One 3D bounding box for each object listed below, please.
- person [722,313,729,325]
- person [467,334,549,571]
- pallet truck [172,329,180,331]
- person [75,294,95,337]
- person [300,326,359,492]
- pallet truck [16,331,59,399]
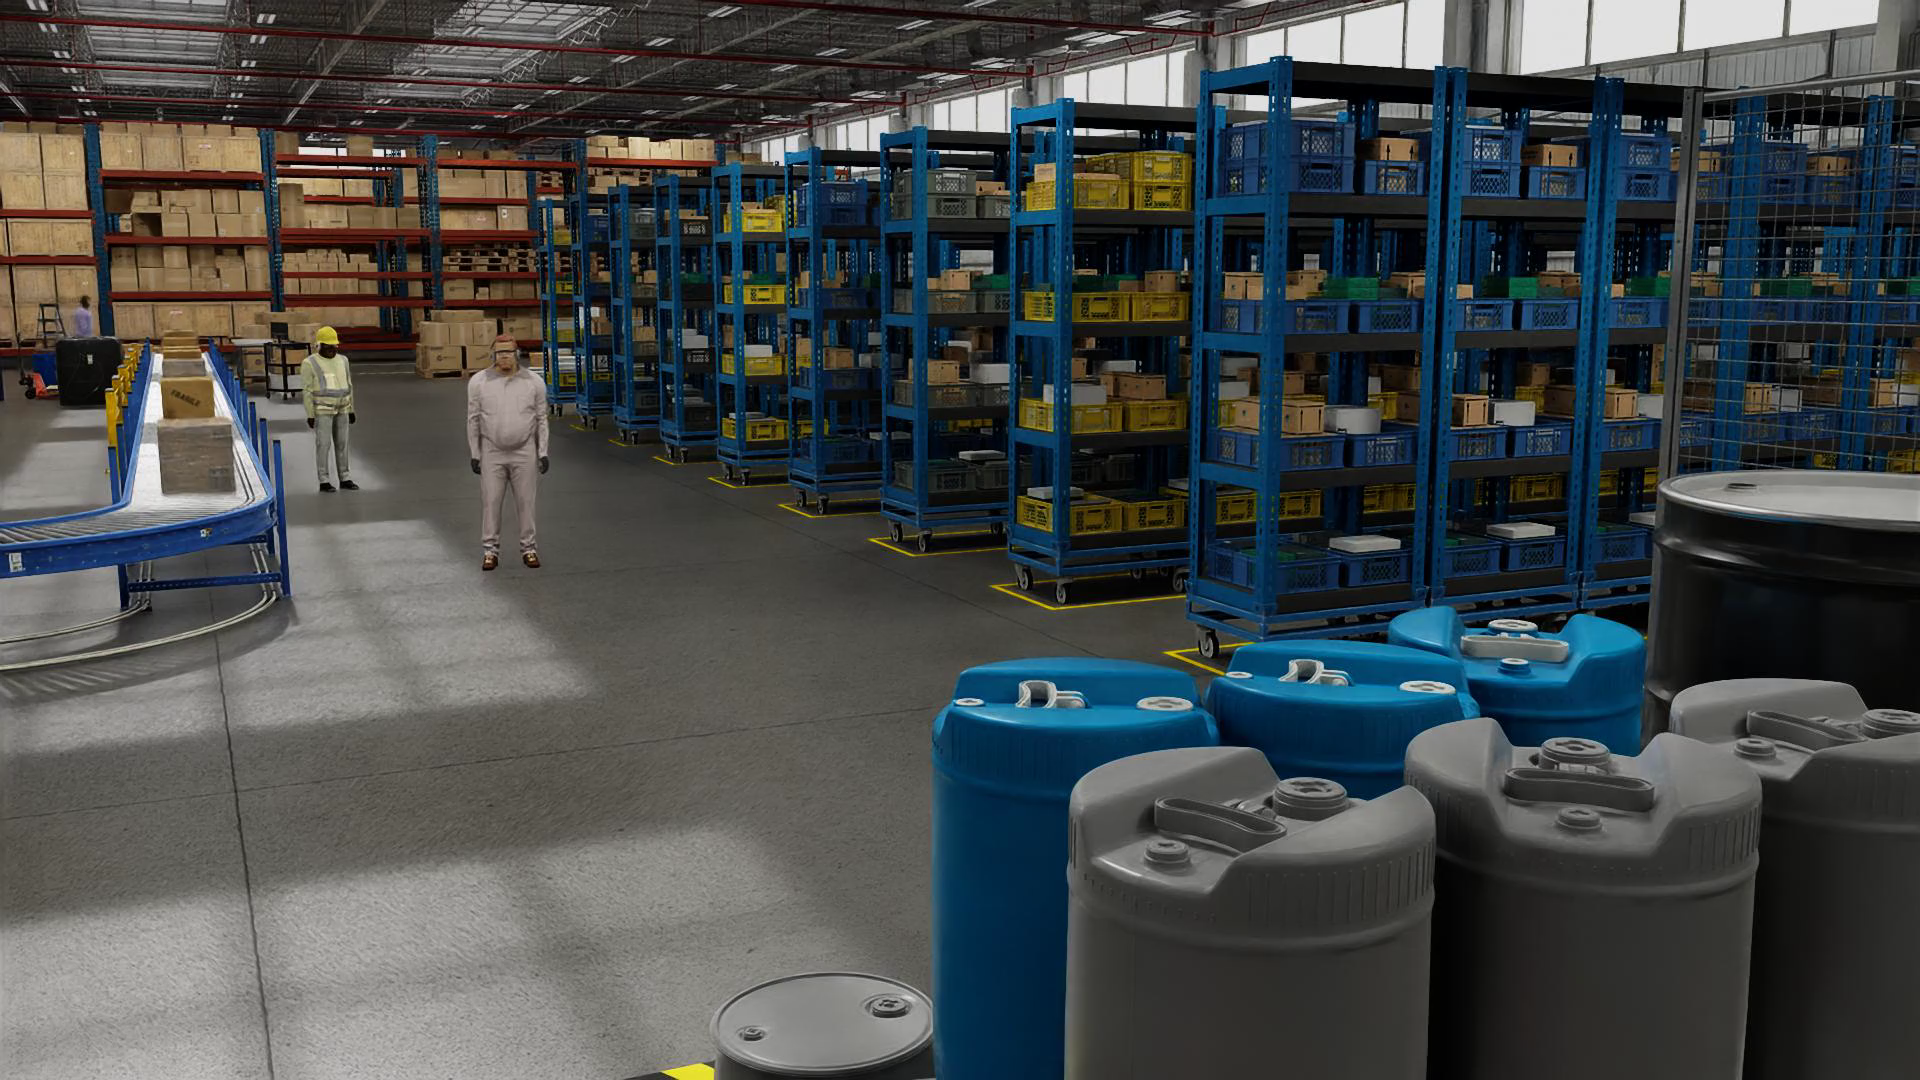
[{"bbox_3d":[-4.846,-4.122,34.708,1.112,1.903,0.623,-6,11,-34],"label":"person"},{"bbox_3d":[-3.658,-0.708,13.490,0.637,1.911,0.403,-3,10,-17],"label":"person"},{"bbox_3d":[-17.275,-3.851,35.096,1.601,1.201,0.680,0,9,1],"label":"pallet truck"},{"bbox_3d":[-19.585,-4.522,37.142,0.802,1.916,0.634,-1,9,-5],"label":"person"},{"bbox_3d":[-6.912,-1.431,18.256,0.403,1.820,0.602,6,11,33],"label":"person"},{"bbox_3d":[-17.082,-3.353,31.781,1.630,1.274,0.653,-4,10,-25],"label":"pallet truck"}]
